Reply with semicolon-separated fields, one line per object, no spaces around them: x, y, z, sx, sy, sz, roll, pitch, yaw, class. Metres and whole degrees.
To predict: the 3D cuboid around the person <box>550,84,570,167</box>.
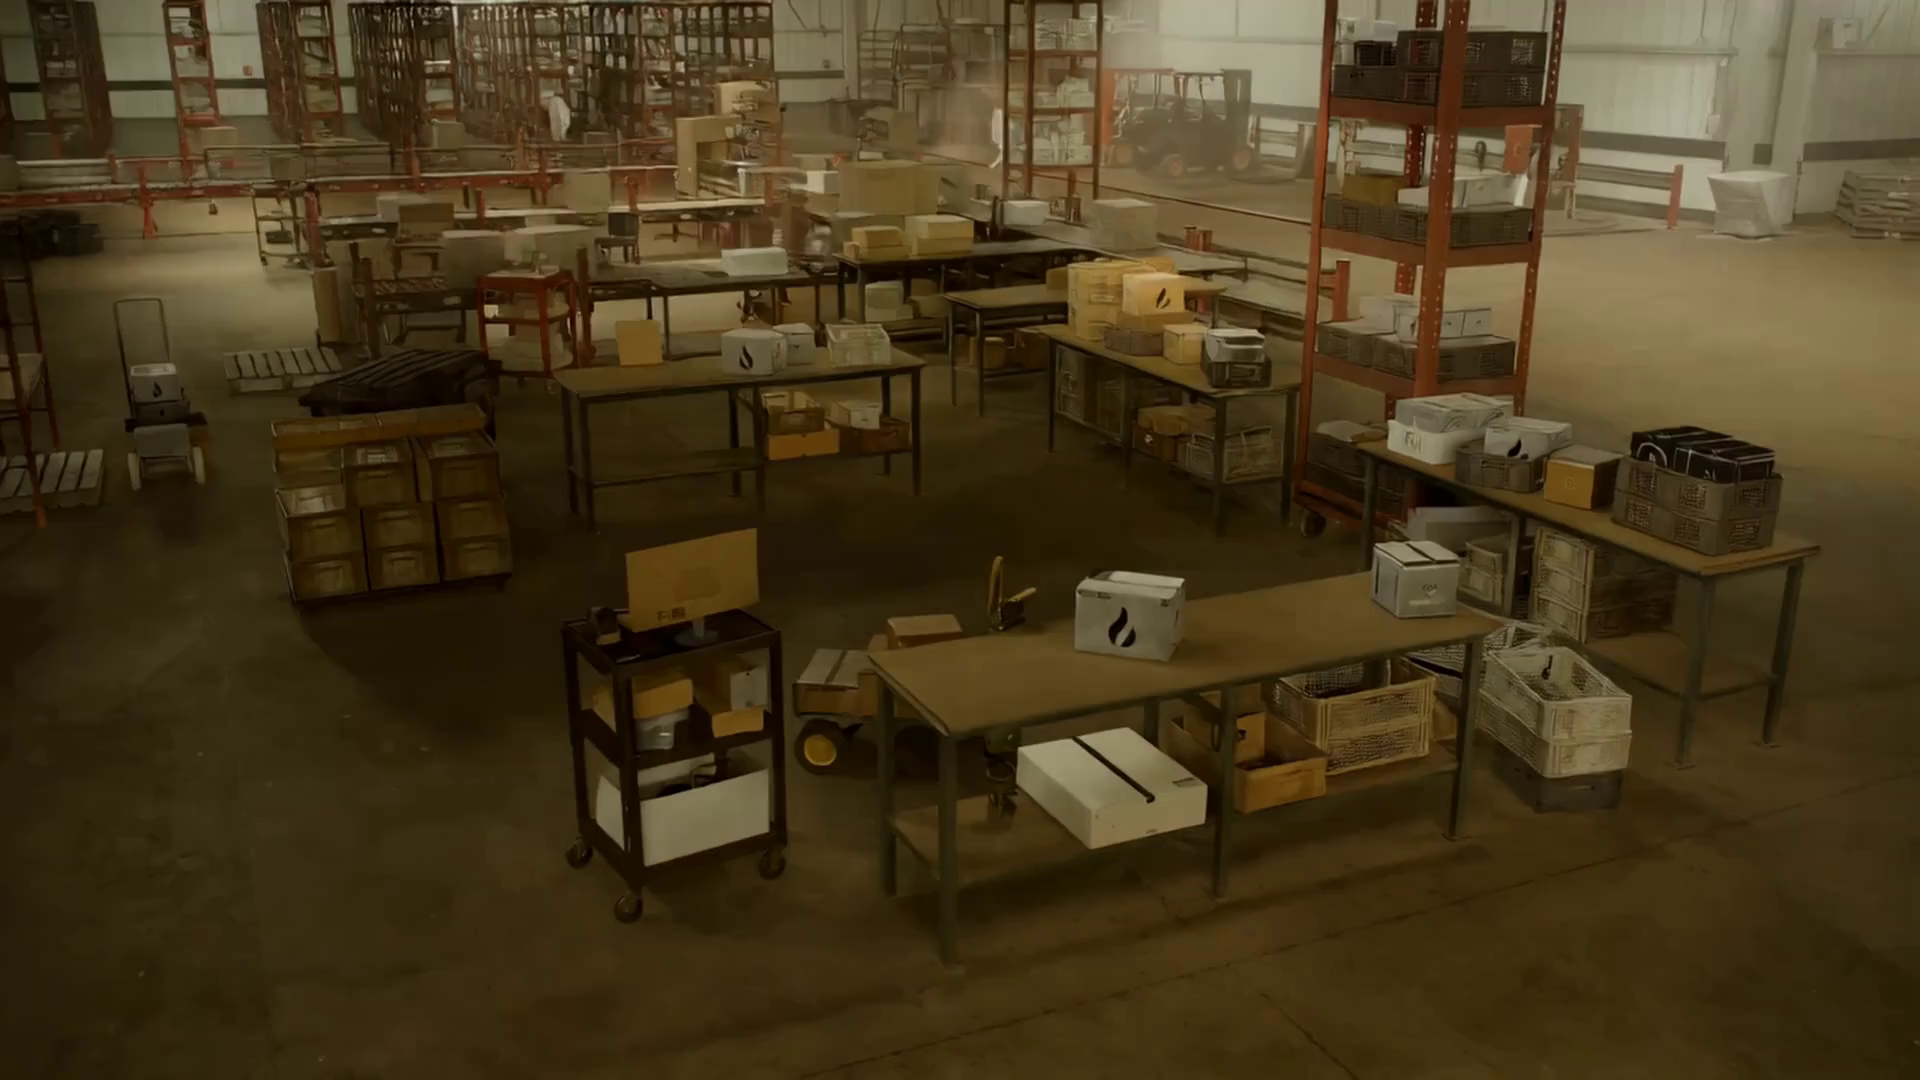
-8.510;-8.752;35.494;0.400;1.903;0.644;-3;18;-8;person

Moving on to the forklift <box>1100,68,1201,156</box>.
4.082;-9.564;37.410;2.680;1.987;1.157;-8;19;-23;forklift

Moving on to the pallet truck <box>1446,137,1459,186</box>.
9.184;-6.485;29.328;1.630;1.274;0.653;-8;19;-23;pallet truck

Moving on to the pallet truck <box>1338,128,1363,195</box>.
7.845;-7.140;31.411;1.522;1.261;0.704;-9;20;-25;pallet truck

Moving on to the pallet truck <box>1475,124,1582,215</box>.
9.707;-6.455;28.103;1.885;1.965;0.823;-7;19;-20;pallet truck

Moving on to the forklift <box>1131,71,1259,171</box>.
4.998;-8.936;35.413;2.680;1.987;1.157;-9;20;-25;forklift

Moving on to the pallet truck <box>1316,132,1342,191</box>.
7.723;-7.504;32.656;1.601;1.201;0.680;-8;19;-23;pallet truck

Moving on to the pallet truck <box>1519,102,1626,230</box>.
9.972;-6.037;26.785;1.885;1.965;0.823;-9;20;-25;pallet truck

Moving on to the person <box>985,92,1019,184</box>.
0.857;-8.135;33.691;0.685;1.815;0.612;3;18;11;person

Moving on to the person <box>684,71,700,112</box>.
-7.616;-12.248;46.680;0.952;1.799;0.572;-12;21;-33;person
